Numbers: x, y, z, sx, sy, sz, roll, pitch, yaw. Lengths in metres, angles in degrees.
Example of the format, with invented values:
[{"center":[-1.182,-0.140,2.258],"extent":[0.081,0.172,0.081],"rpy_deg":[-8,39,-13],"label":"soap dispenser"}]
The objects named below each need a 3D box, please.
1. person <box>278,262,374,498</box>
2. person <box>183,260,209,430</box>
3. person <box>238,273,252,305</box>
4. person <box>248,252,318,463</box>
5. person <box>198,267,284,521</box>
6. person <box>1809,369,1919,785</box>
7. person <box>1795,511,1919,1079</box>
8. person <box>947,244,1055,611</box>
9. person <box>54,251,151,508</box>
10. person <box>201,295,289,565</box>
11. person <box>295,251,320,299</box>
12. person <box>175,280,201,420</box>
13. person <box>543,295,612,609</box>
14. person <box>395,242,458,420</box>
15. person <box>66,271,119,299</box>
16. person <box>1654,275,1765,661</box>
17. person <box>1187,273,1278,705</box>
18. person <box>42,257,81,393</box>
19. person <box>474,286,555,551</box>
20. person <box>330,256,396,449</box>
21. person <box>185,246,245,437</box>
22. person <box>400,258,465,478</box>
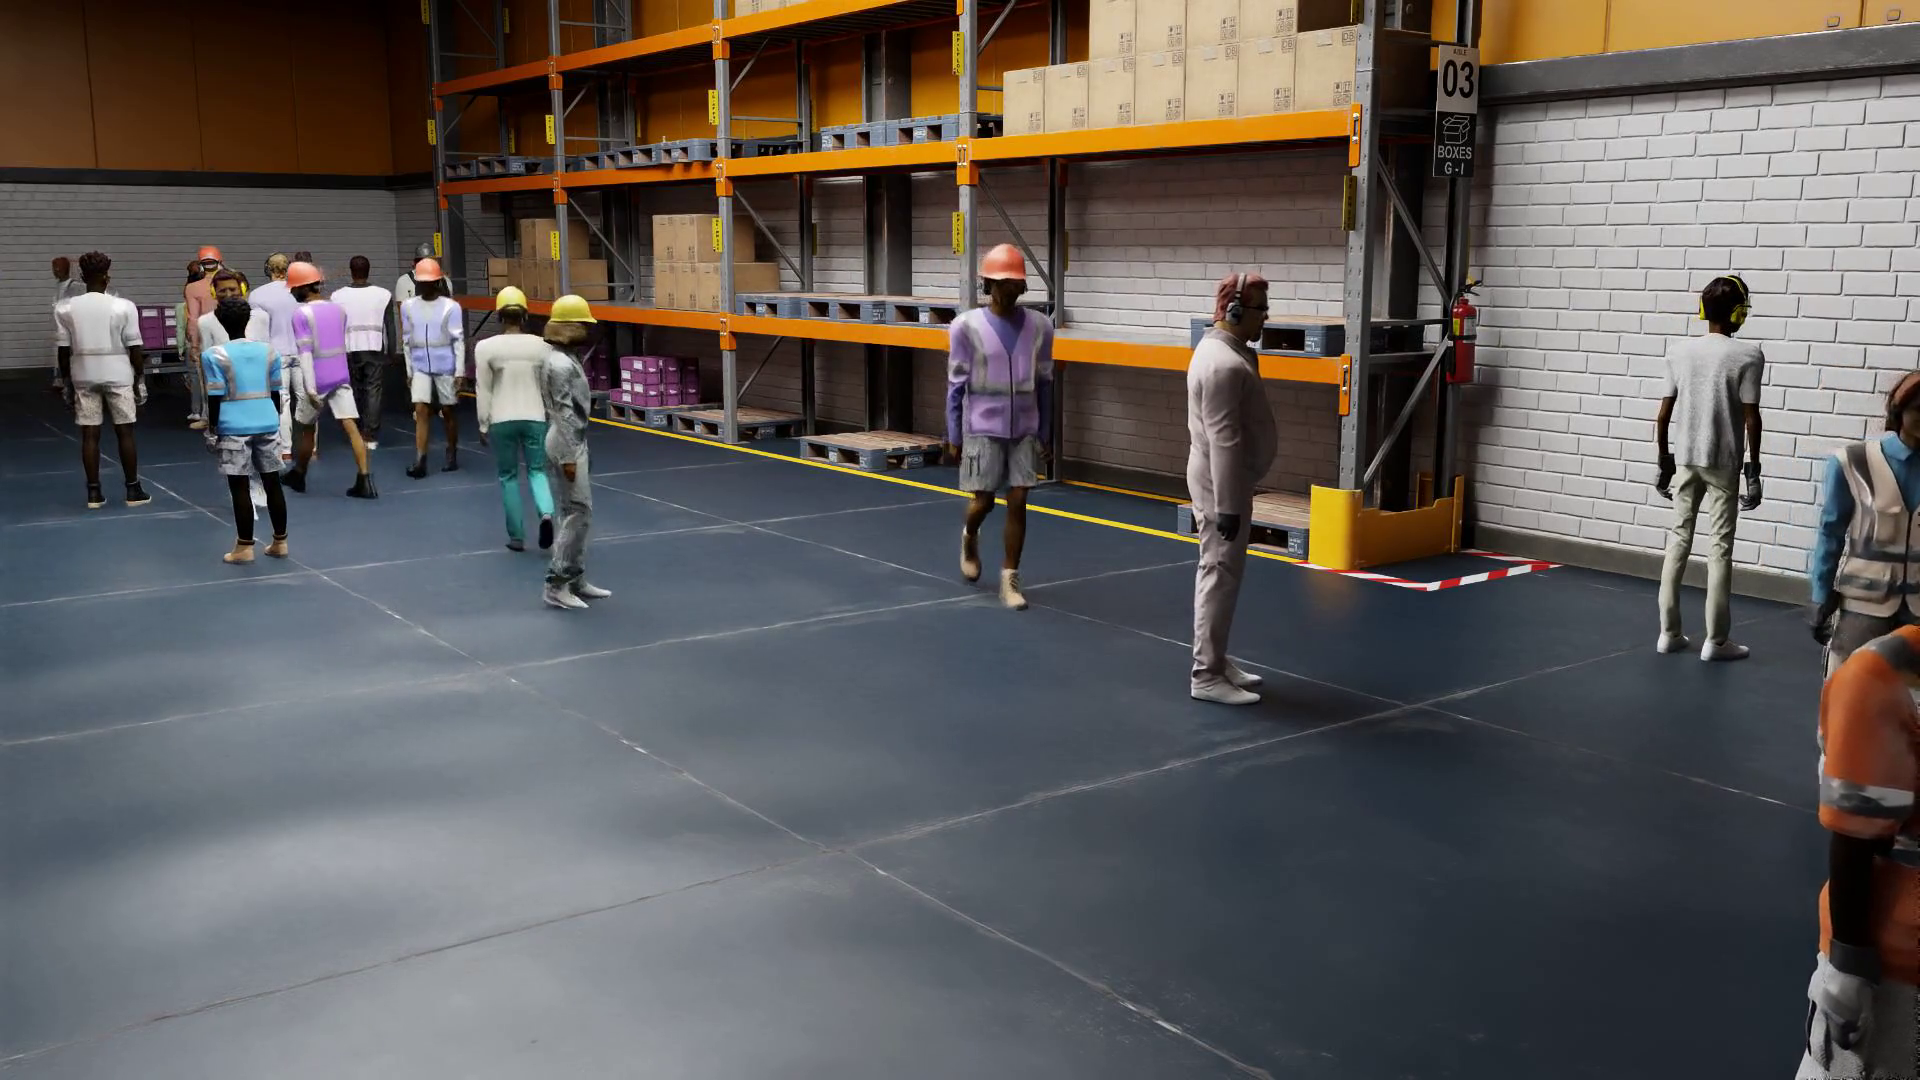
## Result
[{"center":[-5.112,-1.272,13.281],"extent":[1.038,1.865,0.578],"rpy_deg":[6,12,32],"label":"person"},{"center":[-8.164,-2.104,18.045],"extent":[0.624,1.841,0.430],"rpy_deg":[7,13,36],"label":"person"},{"center":[-10.281,-3.020,23.838],"extent":[0.522,1.589,0.827],"rpy_deg":[-5,11,-26],"label":"person"},{"center":[-6.226,-1.674,15.354],"extent":[0.374,1.941,0.627],"rpy_deg":[10,14,43],"label":"person"},{"center":[-5.271,-1.072,12.235],"extent":[0.542,1.847,0.553],"rpy_deg":[-6,12,-31],"label":"person"},{"center":[3.143,0.222,5.614],"extent":[0.524,1.618,0.610],"rpy_deg":[4,11,20],"label":"person"},{"center":[1.642,0.691,2.779],"extent":[0.538,1.695,0.320],"rpy_deg":[-4,11,-19],"label":"person"},{"center":[0.216,-0.639,9.335],"extent":[0.608,2.026,0.661],"rpy_deg":[-3,11,-16],"label":"person"},{"center":[-6.575,-1.227,12.773],"extent":[0.613,1.961,0.368],"rpy_deg":[-2,10,-13],"label":"person"},{"center":[-4.518,-0.692,10.519],"extent":[0.322,1.699,0.536],"rpy_deg":[7,12,34],"label":"person"},{"center":[-9.314,-3.150,23.710],"extent":[0.401,1.907,0.648],"rpy_deg":[-5,11,-26],"label":"person"},{"center":[-8.762,-2.199,19.180],"extent":[0.497,1.626,0.288],"rpy_deg":[-8,13,-38],"label":"person"},{"center":[-2.164,-0.498,9.323],"extent":[0.312,1.741,0.510],"rpy_deg":[-2,10,-11],"label":"person"},{"center":[-6.077,-2.397,19.113],"extent":[0.683,2.000,0.538],"rpy_deg":[-10,14,-44],"label":"person"},{"center":[-10.347,-2.442,19.951],"extent":[0.602,1.830,0.404],"rpy_deg":[-3,11,-18],"label":"person"},{"center":[3.655,-0.348,8.121],"extent":[0.310,1.868,0.532],"rpy_deg":[-8,13,-39],"label":"person"},{"center":[1.196,-0.221,7.349],"extent":[0.400,1.896,0.653],"rpy_deg":[1,10,7],"label":"person"},{"center":[-12.029,-2.925,22.641],"extent":[0.594,1.853,0.880],"rpy_deg":[8,13,38],"label":"person"},{"center":[-2.865,-0.769,10.824],"extent":[0.526,1.751,0.522],"rpy_deg":[-5,11,-25],"label":"person"},{"center":[-5.934,-1.873,16.613],"extent":[0.587,1.884,0.862],"rpy_deg":[-3,10,-15],"label":"person"},{"center":[-7.755,-2.062,17.381],"extent":[0.611,1.990,0.392],"rpy_deg":[-9,14,-42],"label":"person"},{"center":[-4.602,-1.499,14.515],"extent":[0.558,1.886,0.898],"rpy_deg":[0,10,-3],"label":"person"}]
